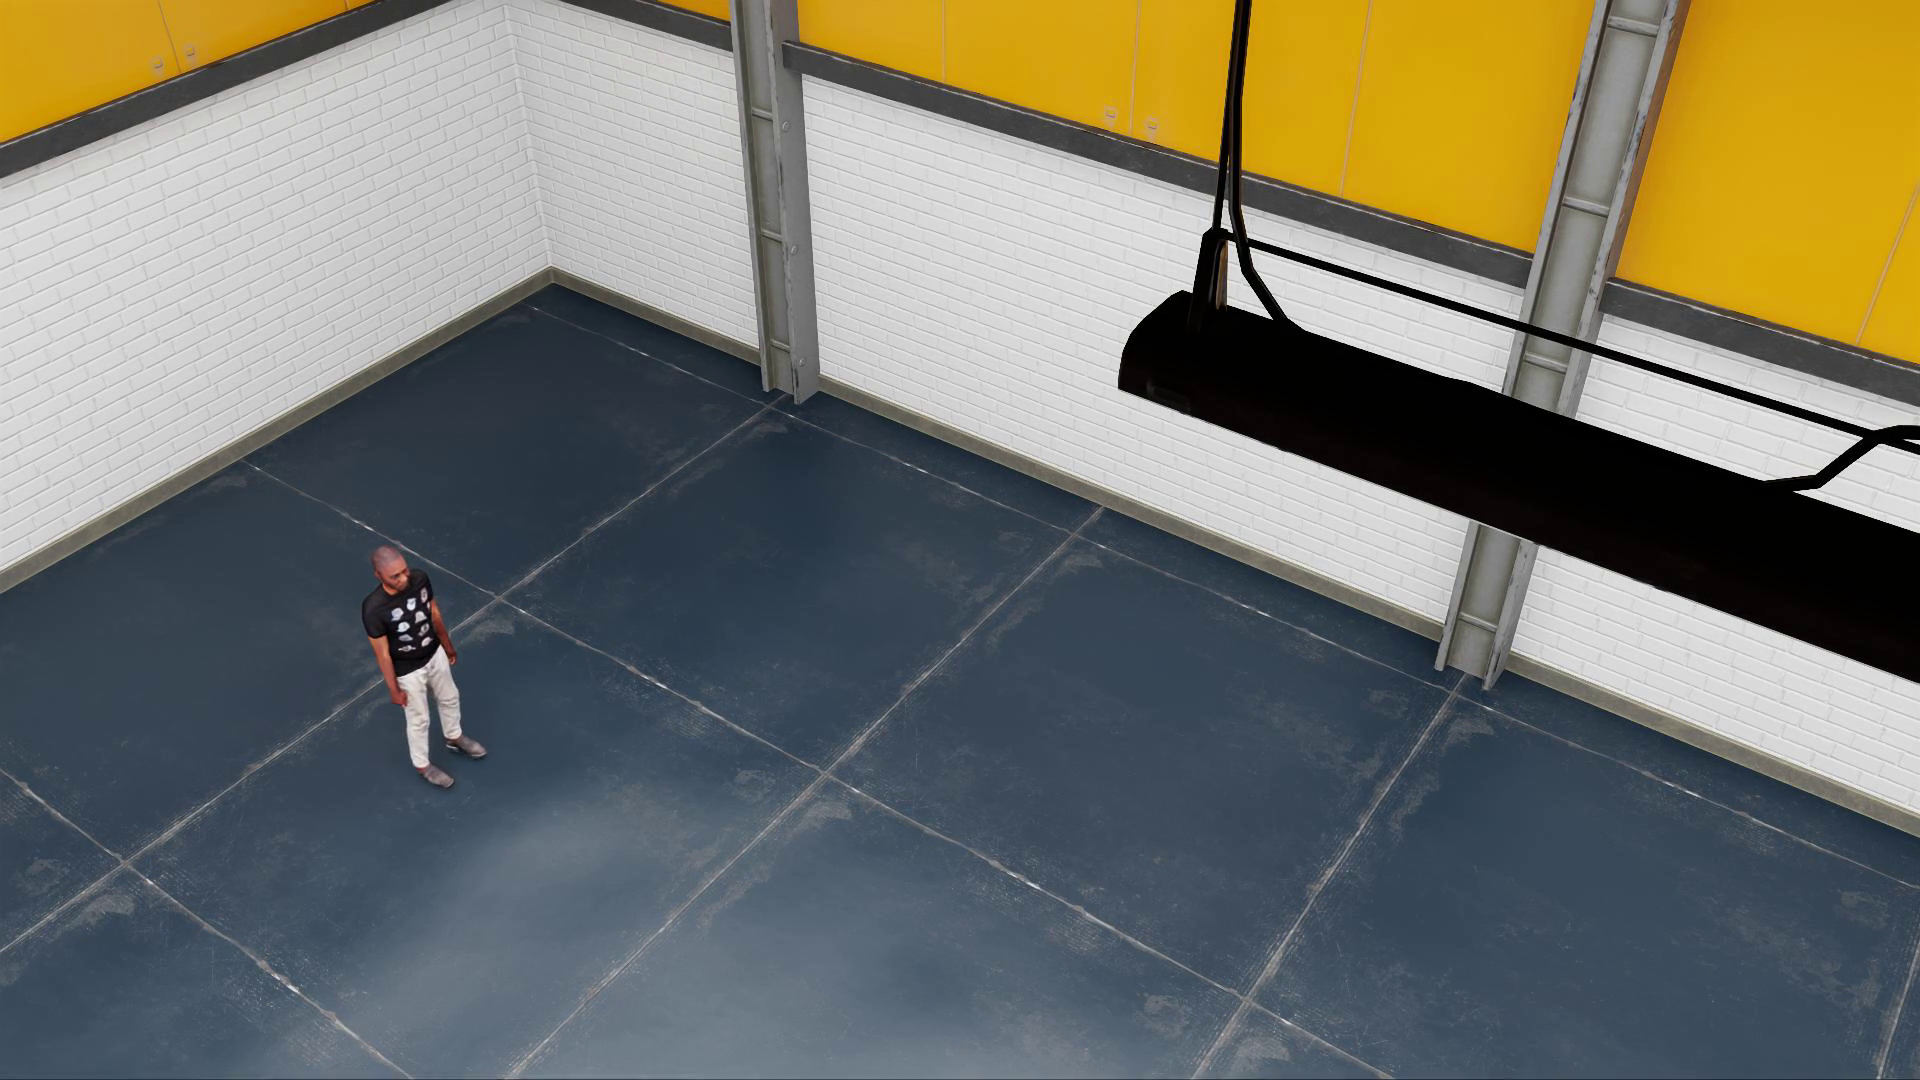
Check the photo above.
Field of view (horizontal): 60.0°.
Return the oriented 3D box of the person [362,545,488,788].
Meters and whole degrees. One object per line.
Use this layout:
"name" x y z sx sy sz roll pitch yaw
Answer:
"person" -3.316 0.736 10.112 0.602 1.797 0.672 19 42 22
